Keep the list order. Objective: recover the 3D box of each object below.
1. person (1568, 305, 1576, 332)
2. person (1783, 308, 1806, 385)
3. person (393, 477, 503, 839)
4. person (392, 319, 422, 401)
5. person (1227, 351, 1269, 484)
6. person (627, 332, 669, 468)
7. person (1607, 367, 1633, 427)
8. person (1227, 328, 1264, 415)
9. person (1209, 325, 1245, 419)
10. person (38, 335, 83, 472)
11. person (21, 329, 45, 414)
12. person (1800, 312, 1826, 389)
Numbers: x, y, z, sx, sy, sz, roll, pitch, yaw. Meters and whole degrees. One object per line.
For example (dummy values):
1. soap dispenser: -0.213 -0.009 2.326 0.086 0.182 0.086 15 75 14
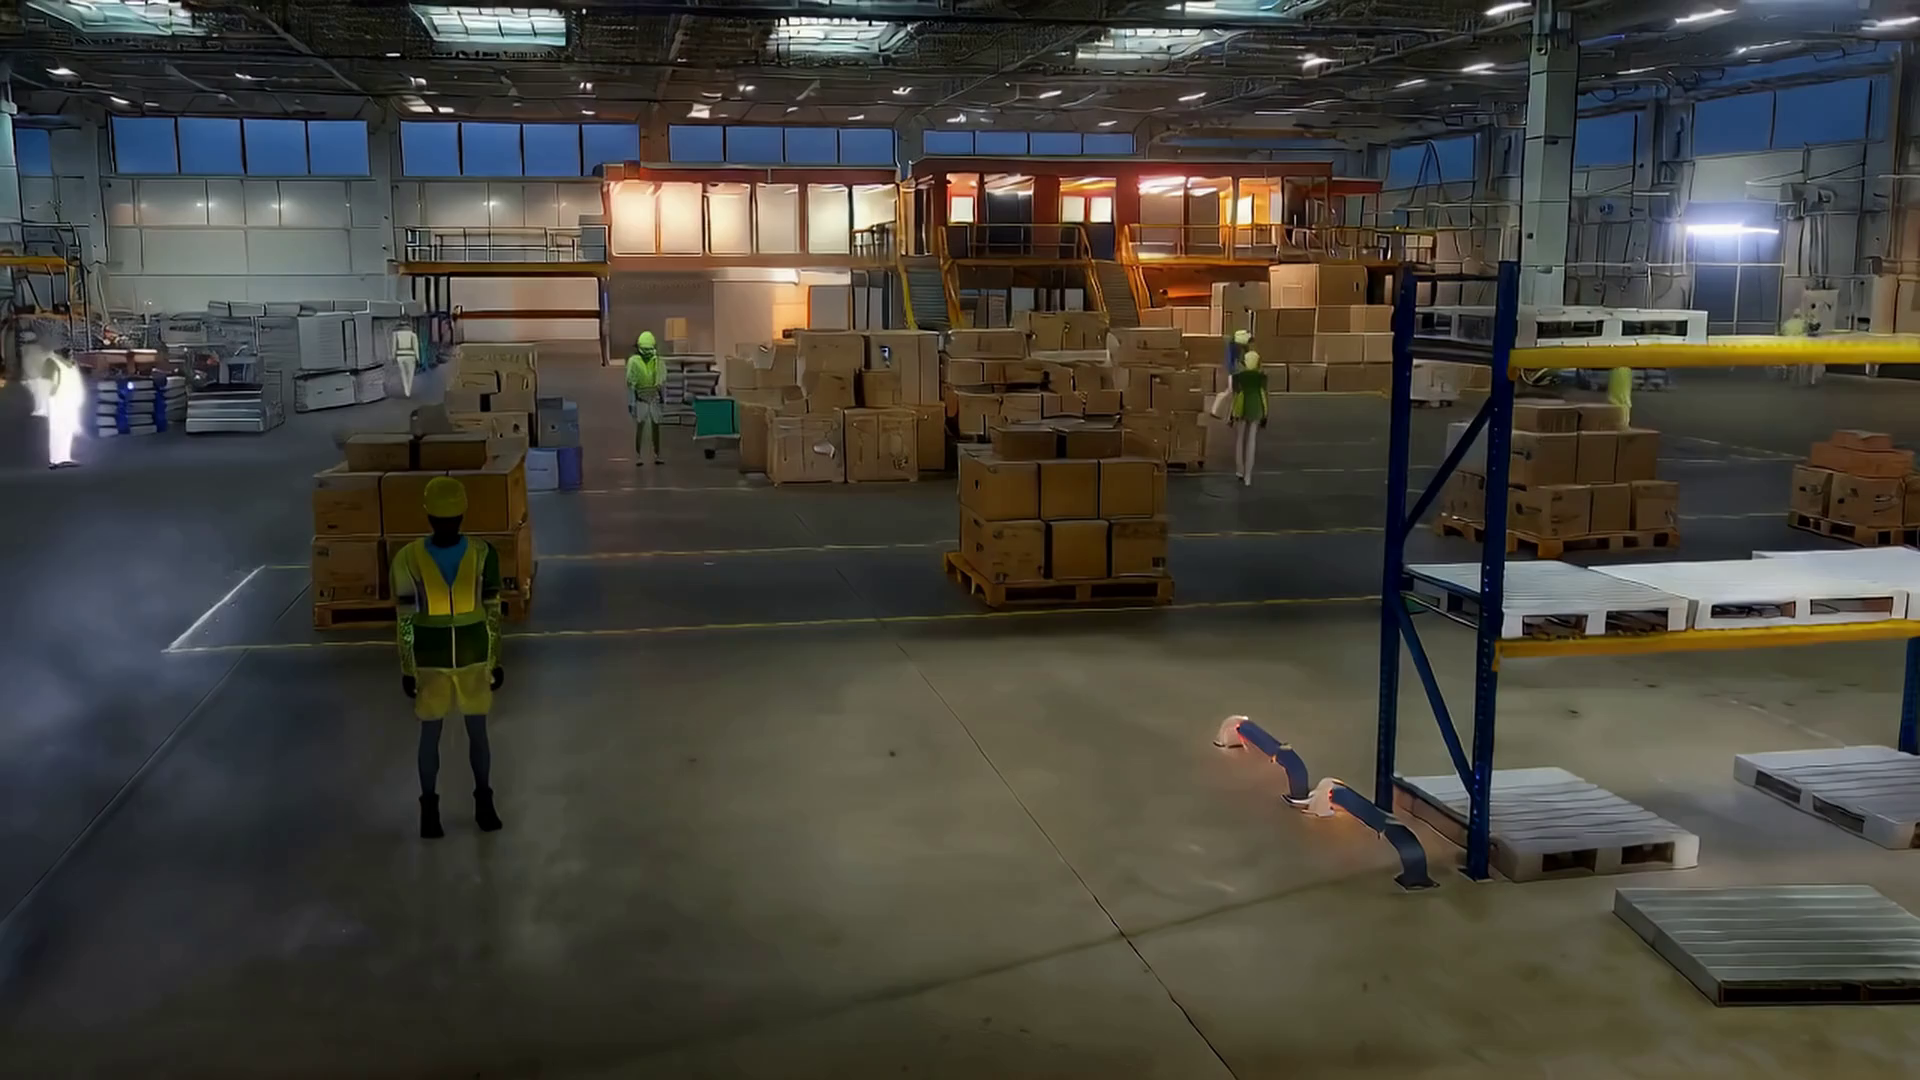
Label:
1. person: 17.473 -5.780 47.756 0.374 1.928 0.543 3 10 15
2. person: 21.302 -4.936 42.501 0.430 1.965 0.618 -9 13 -44
3. person: -2.670 0.620 8.760 0.542 1.928 0.399 -4 10 -23
4. person: -12.532 -4.087 37.728 0.580 1.825 1.025 -1 9 -5
5. person: 4.025 -1.715 23.207 0.577 1.843 0.687 2 9 10
6. person: -4.667 -2.089 24.932 0.605 2.034 0.392 -4 10 -21
7. person: 10.212 -2.191 25.960 0.635 1.898 0.676 2 9 10
8. person: 5.805 -3.374 33.540 0.933 1.796 0.608 7 12 38
9. person: 5.368 -3.283 32.723 1.007 1.885 0.588 7 12 36
10. person: -13.271 -2.042 24.624 0.536 2.000 0.746 1 9 5
11. person: -18.954 -3.433 33.956 0.555 1.745 0.551 4 10 24
12. person: 20.927 -4.641 40.847 0.612 1.906 0.850 5 11 28
